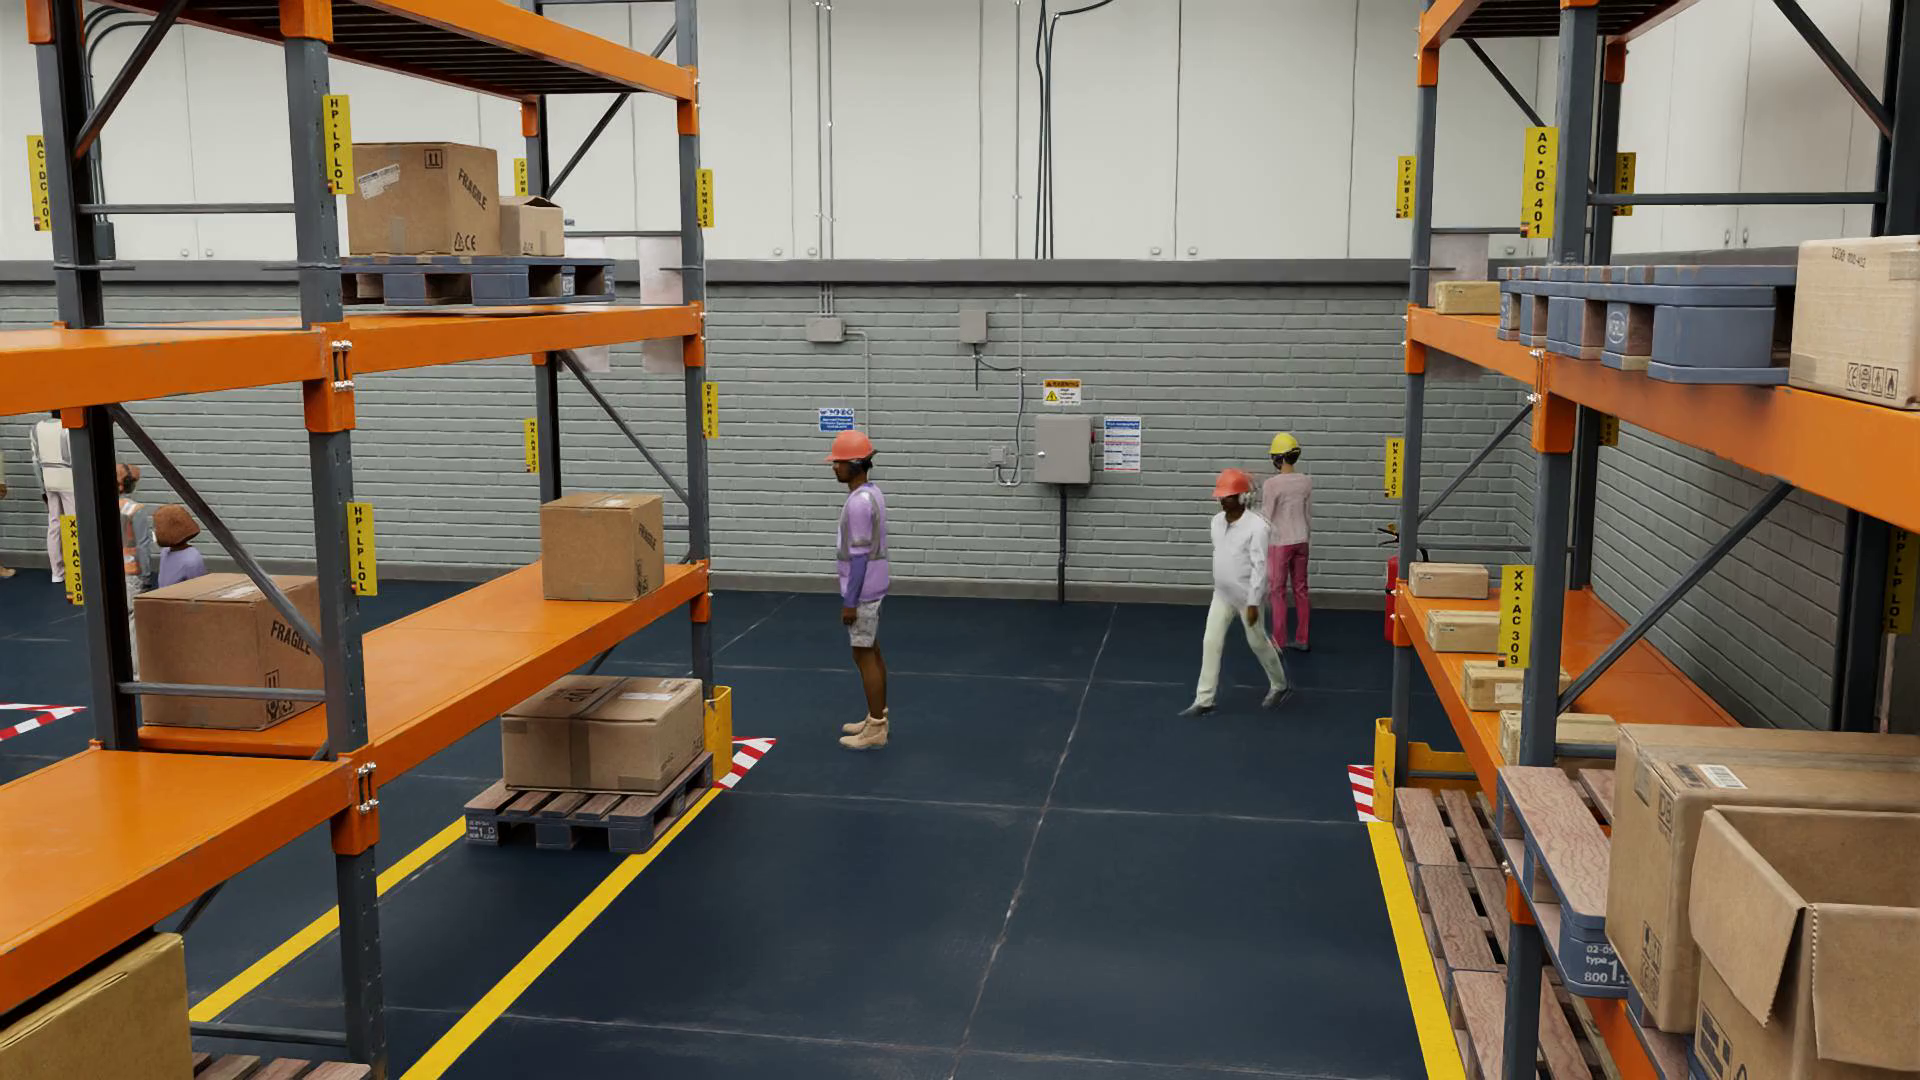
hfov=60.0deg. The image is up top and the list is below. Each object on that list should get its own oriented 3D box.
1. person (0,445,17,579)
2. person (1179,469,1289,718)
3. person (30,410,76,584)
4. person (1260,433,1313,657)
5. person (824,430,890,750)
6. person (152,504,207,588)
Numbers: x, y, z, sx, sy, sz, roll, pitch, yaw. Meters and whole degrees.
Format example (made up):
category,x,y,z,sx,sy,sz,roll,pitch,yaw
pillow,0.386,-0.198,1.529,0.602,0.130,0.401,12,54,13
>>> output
category,x,y,z,sx,sy,sz,roll,pitch,yaw
person,-9.621,-0.617,16.301,0.614,2.039,0.394,2,9,11
person,1.935,0.349,11.397,0.907,1.706,0.574,-7,11,-36
person,-8.650,-0.521,16.086,0.585,1.918,0.381,2,10,15
person,2.563,0.036,13.161,0.521,1.758,0.349,-6,11,-35
person,-0.656,0.313,10.602,0.410,2.035,0.603,0,9,2
person,-4.723,0.588,10.124,0.504,1.631,0.280,9,13,43
